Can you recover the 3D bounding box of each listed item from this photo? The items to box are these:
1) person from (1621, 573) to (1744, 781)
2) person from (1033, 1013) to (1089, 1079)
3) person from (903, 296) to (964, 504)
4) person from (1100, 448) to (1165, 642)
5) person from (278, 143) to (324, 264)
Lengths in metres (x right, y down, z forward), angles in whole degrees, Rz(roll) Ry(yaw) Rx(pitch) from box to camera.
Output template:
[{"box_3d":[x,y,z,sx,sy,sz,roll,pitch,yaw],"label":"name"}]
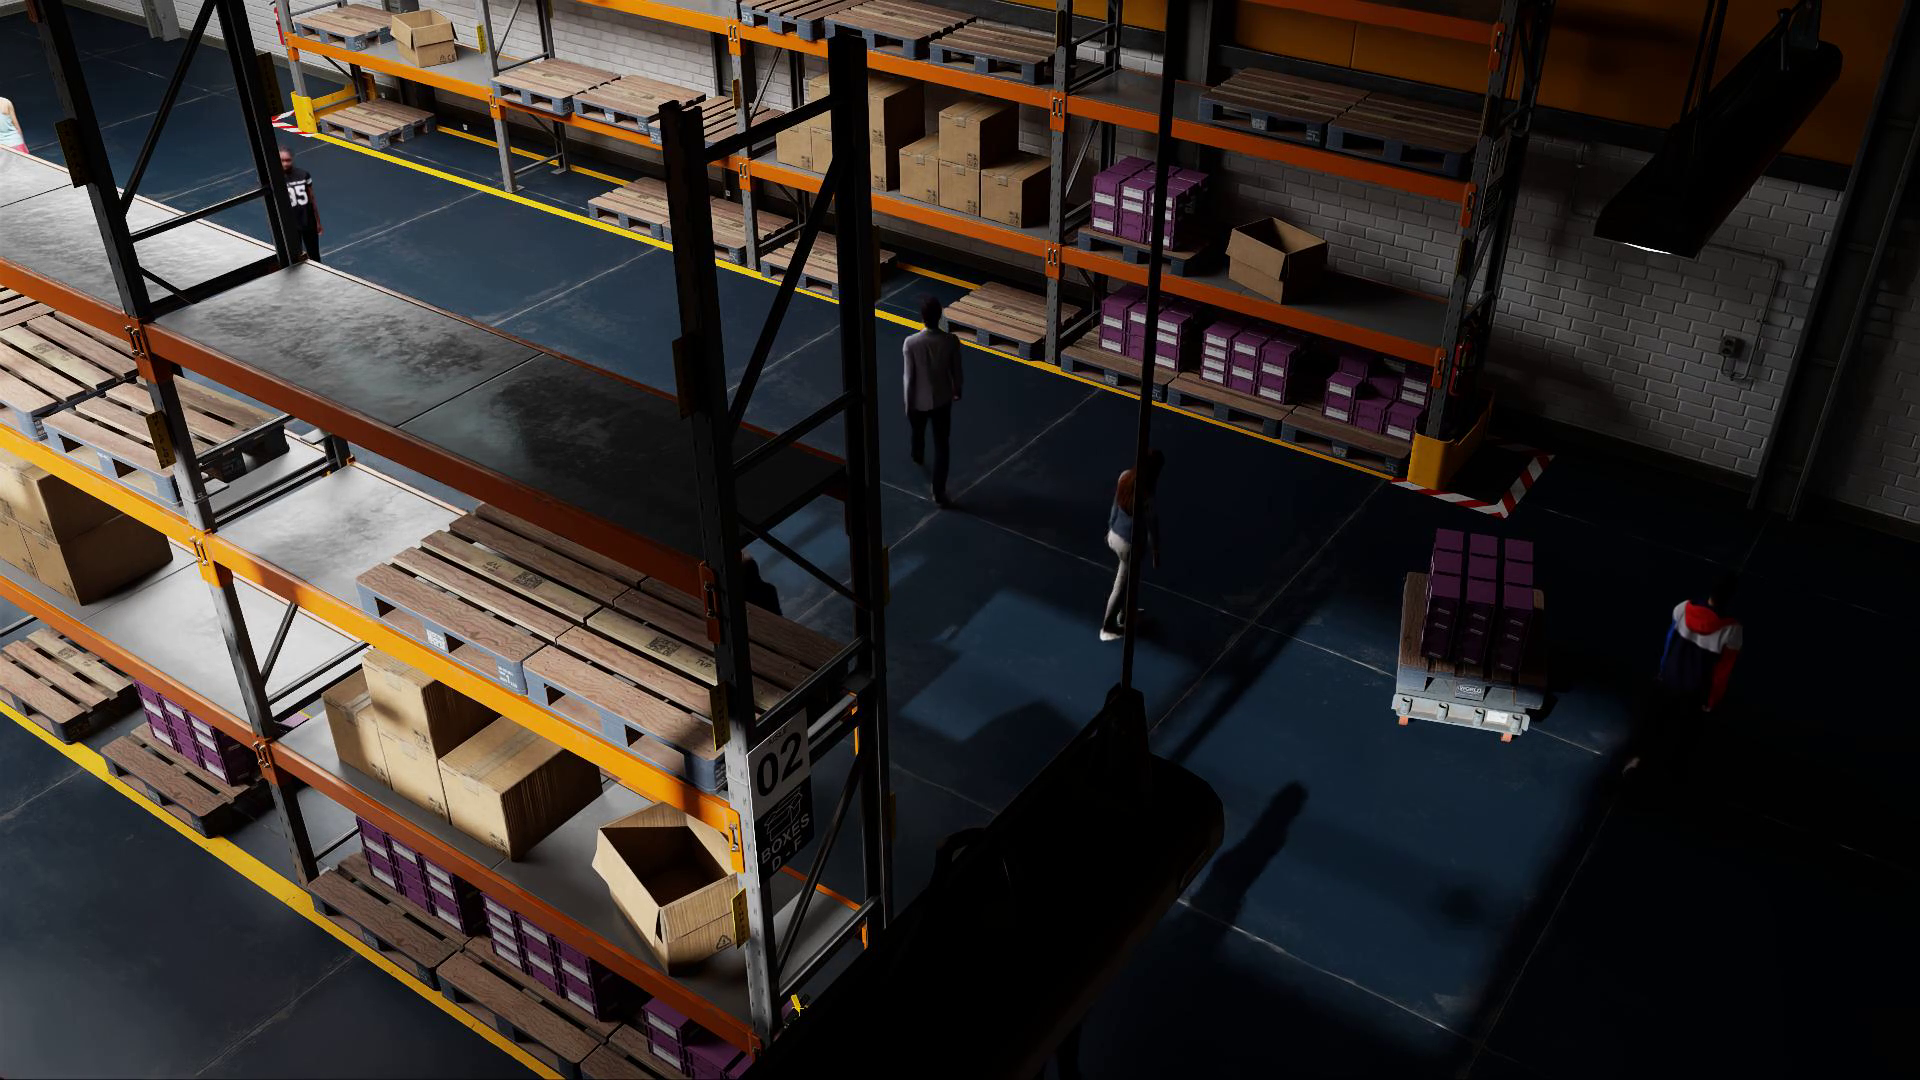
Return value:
[{"box_3d":[4.869,0.977,11.188,0.818,1.739,0.914,-27,42,-34],"label":"person"},{"box_3d":[0.517,2.605,8.842,0.951,1.626,1.031,-8,34,-12],"label":"person"},{"box_3d":[-0.230,-1.163,14.349,1.173,1.806,1.222,-5,34,-8],"label":"person"},{"box_3d":[1.203,0.060,12.627,0.863,1.675,0.795,-17,37,-23],"label":"person"},{"box_3d":[-7.050,-3.370,17.736,0.672,1.732,0.661,-24,40,-31],"label":"person"}]
